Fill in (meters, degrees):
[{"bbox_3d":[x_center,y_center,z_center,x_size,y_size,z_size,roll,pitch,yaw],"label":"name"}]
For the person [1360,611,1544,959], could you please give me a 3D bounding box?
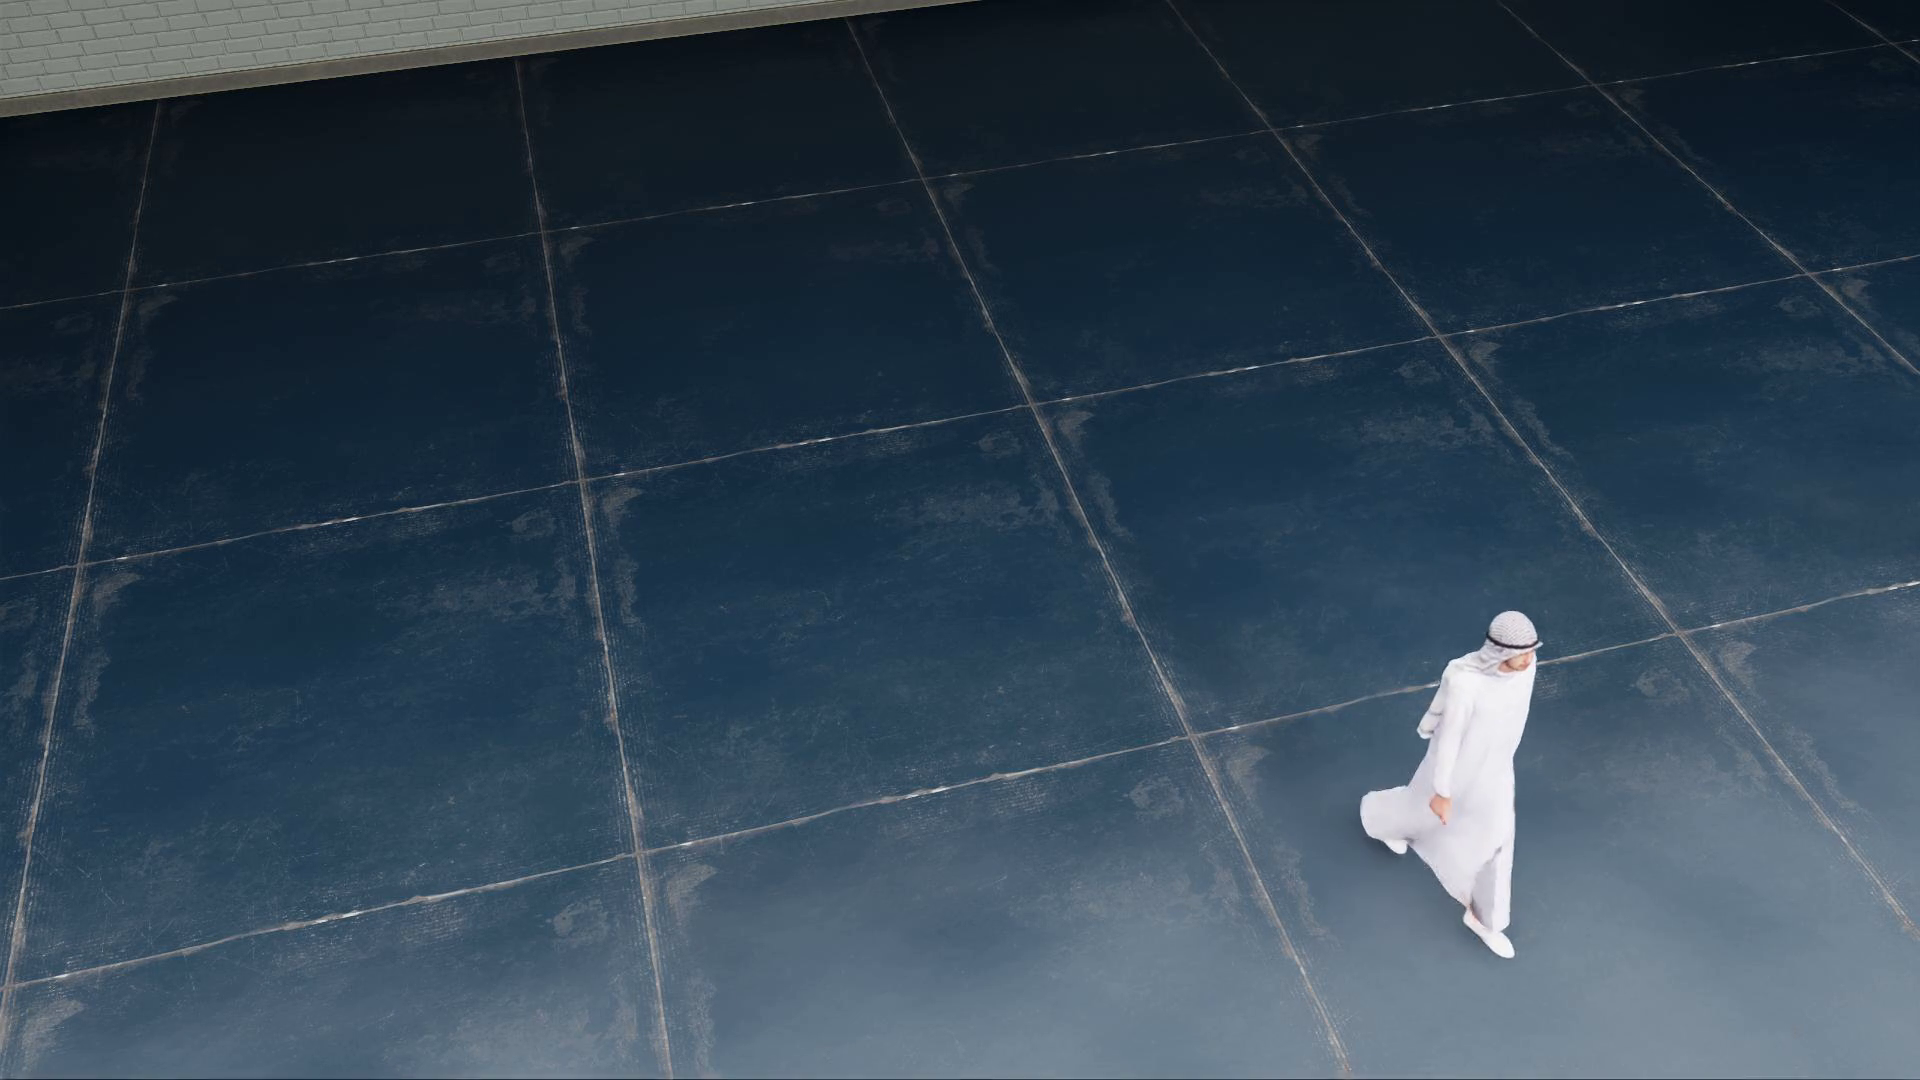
[{"bbox_3d":[2.299,0.987,7.752,0.903,1.879,1.336,-20,47,-20],"label":"person"}]
